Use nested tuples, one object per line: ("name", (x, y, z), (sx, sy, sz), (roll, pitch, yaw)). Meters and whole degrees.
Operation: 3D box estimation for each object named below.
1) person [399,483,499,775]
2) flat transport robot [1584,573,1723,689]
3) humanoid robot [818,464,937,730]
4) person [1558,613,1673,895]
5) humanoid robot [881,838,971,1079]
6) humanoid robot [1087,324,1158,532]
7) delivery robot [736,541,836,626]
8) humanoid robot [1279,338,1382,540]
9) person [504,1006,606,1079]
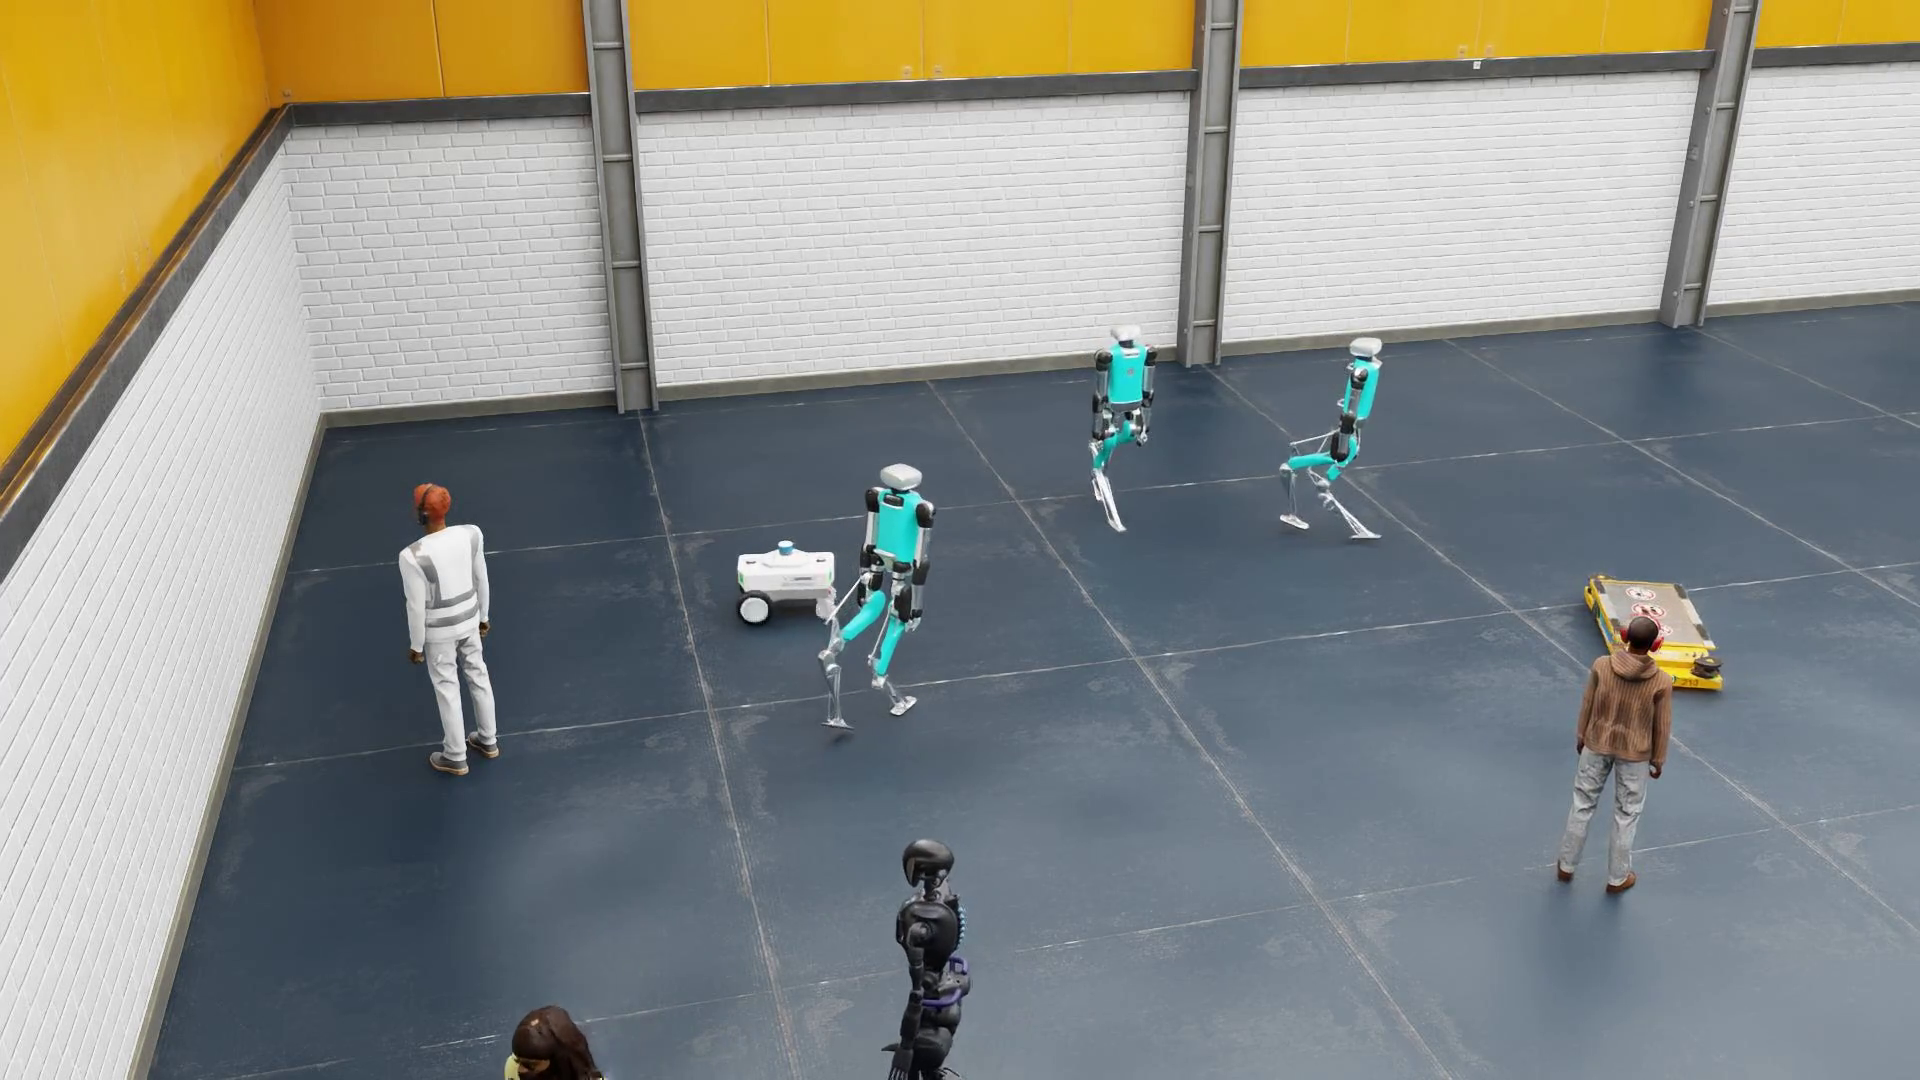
("person", (-3.112, 0.536, 10.139), (0.351, 1.884, 0.581), (17, 29, 33))
("flat transport robot", (4.943, 0.639, 11.909), (0.659, 0.231, 1.431), (4, 24, 9))
("humanoid robot", (-0.609, 0.470, 10.523), (0.538, 1.749, 1.012), (18, 29, 35))
("person", (3.579, 1.158, 9.030), (0.477, 1.641, 0.321), (13, 27, 28))
("humanoid robot", (-0.057, 2.011, 7.064), (0.530, 1.644, 0.592), (5, 24, 10))
("humanoid robot", (1.223, -1.027, 13.889), (0.532, 1.768, 0.962), (-8, 25, -18))
("delivery robot", (-1.286, 0.289, 12.319), (0.750, 0.570, 0.499), (-2, 24, -3))
("humanoid robot", (2.951, -0.801, 13.407), (1.037, 1.750, 0.547), (11, 26, 24))
("person", (-1.407, 2.385, 6.125), (0.451, 1.735, 0.848), (16, 28, 32))
